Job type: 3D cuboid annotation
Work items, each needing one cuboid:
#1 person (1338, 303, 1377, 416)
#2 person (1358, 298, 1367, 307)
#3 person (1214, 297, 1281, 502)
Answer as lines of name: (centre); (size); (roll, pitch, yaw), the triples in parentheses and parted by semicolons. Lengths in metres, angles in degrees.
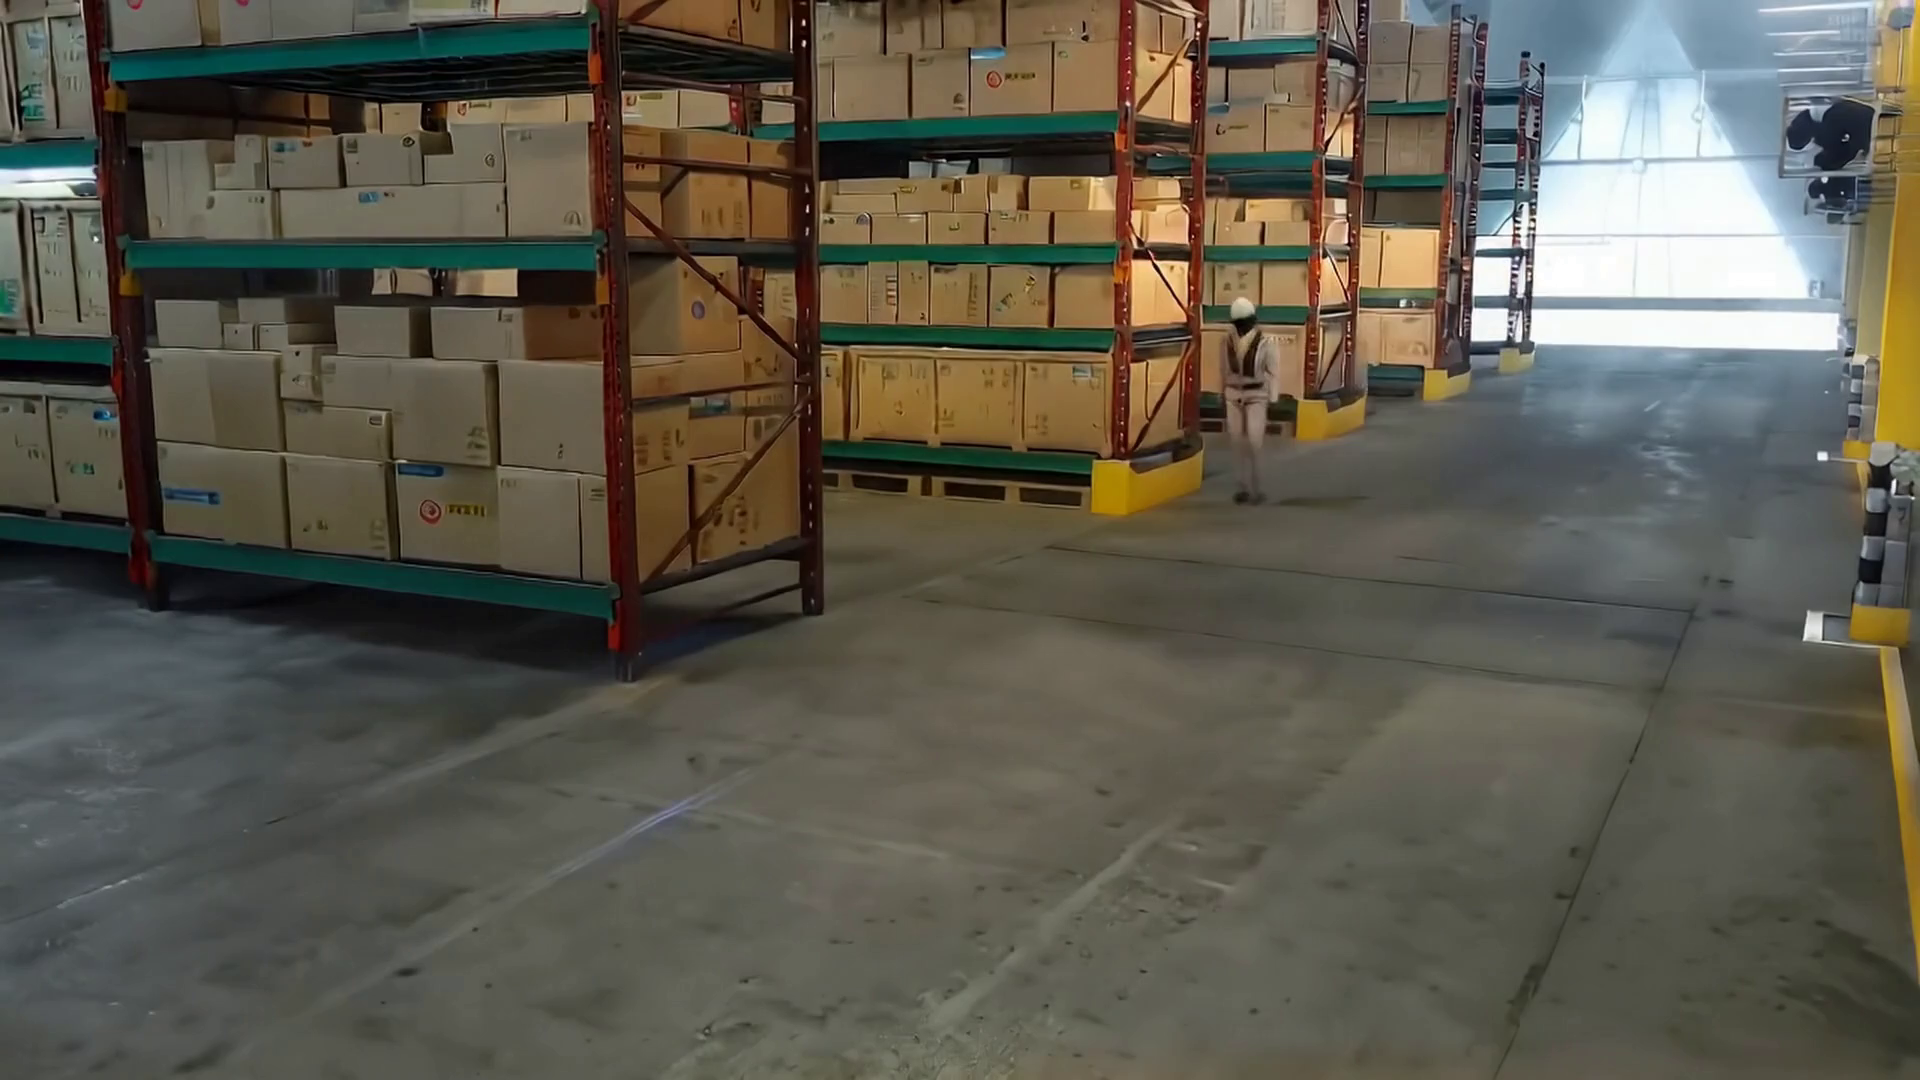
person: (5.672, -2.566, 23.764); (0.536, 1.602, 0.777); (-5, 11, -27)
person: (7.733, -4.302, 32.925); (0.624, 1.930, 0.373); (2, 10, 14)
person: (2.664, -1.300, 15.530); (0.636, 1.926, 0.444); (6, 11, 31)
